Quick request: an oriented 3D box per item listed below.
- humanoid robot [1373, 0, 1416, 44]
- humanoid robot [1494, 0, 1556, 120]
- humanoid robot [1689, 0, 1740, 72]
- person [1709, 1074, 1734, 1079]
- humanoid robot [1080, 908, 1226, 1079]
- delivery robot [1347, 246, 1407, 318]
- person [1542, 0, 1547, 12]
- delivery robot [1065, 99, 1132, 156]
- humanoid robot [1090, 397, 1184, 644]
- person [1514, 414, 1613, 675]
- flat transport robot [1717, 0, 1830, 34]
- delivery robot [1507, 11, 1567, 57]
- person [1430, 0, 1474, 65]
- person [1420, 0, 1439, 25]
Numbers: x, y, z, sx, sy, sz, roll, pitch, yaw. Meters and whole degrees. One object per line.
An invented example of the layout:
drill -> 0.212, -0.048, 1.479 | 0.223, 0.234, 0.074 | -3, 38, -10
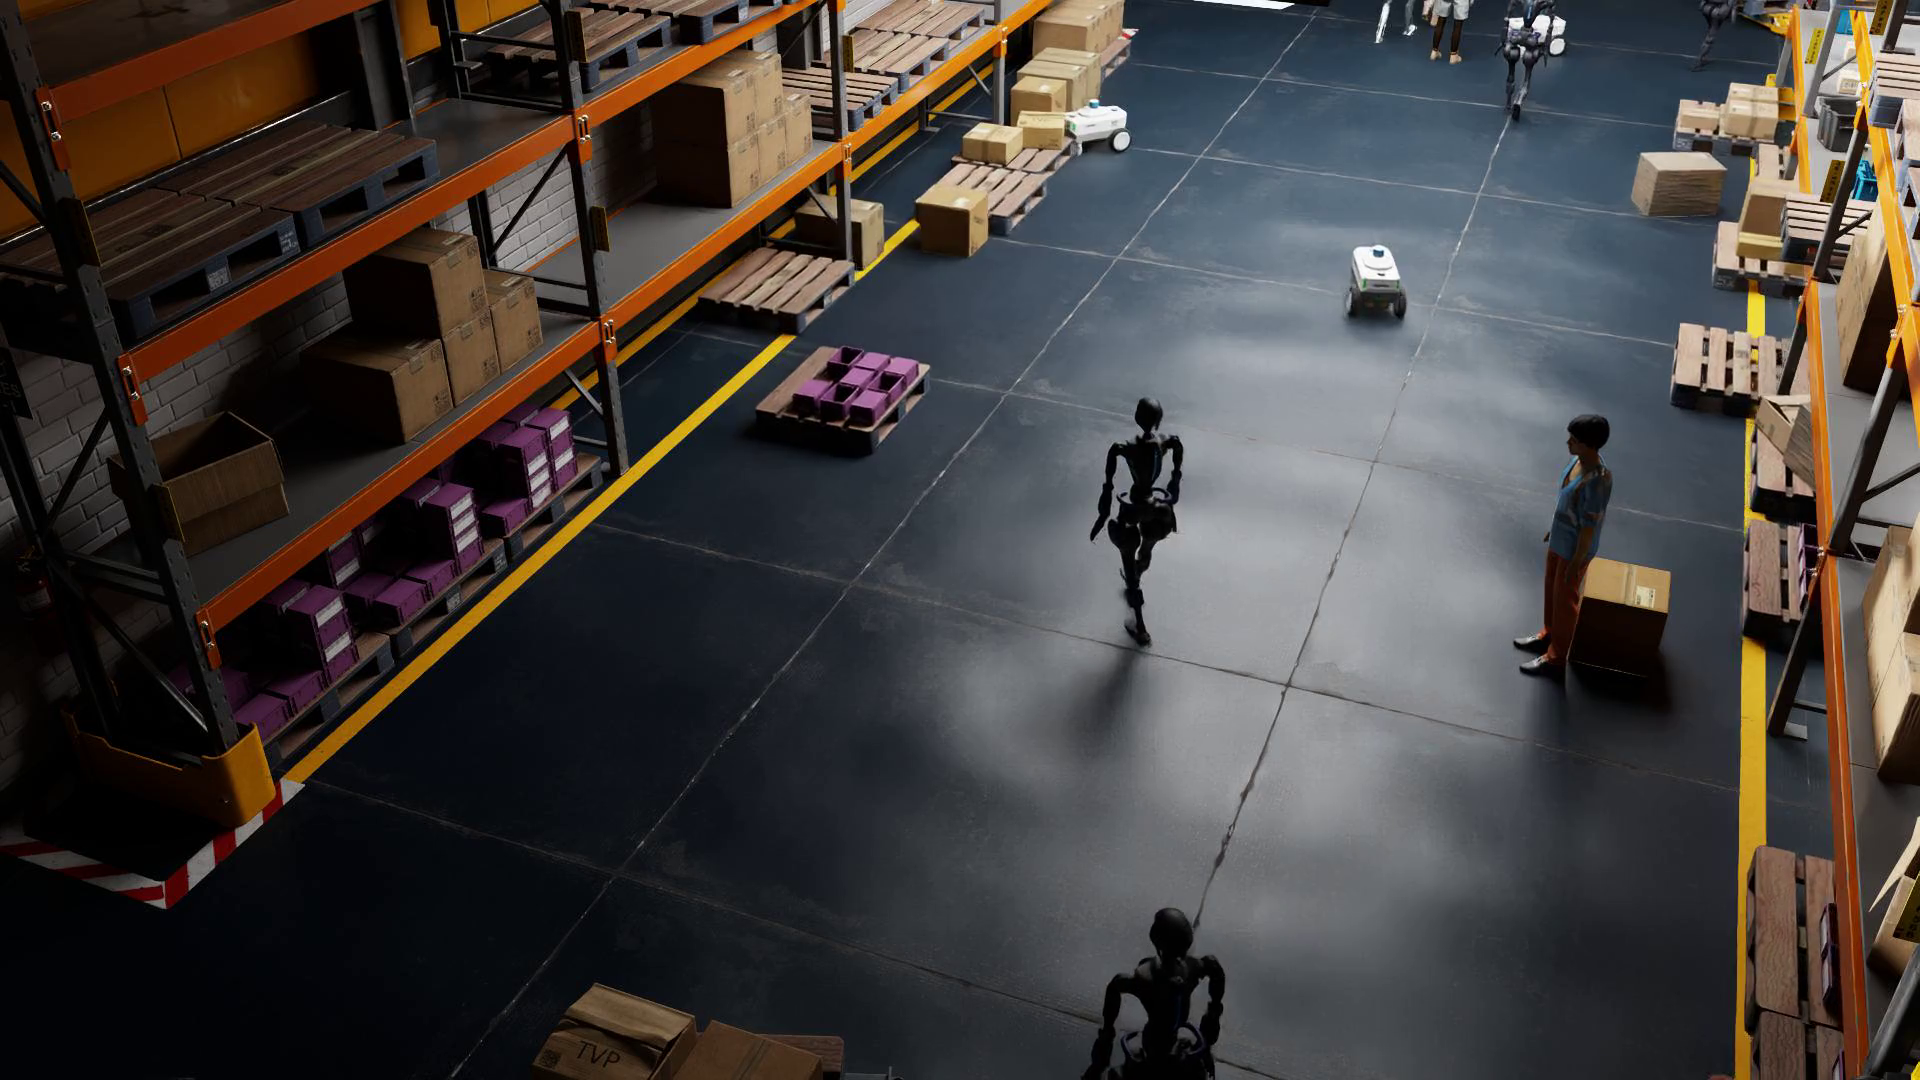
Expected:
humanoid robot -> 5.824, -7.373, 21.700 | 0.573, 1.806, 0.918 | 20, 38, 28
humanoid robot -> 6.438, -5.651, 19.057 | 0.608, 1.638, 0.608 | 13, 35, 20
humanoid robot -> 9.433, -6.667, 20.613 | 0.546, 1.645, 0.591 | -13, 35, -19
person -> 2.483, 2.637, 6.039 | 0.780, 1.851, 0.930 | -8, 34, -11
humanoid robot -> 0.828, 2.221, 6.883 | 0.593, 1.633, 0.697 | -9, 34, -14
delivery robot -> 3.735, -2.356, 14.963 | 0.499, 0.583, 0.774 | 2, 33, 3
person -> 8.076, -8.228, 22.835 | 0.450, 1.885, 0.609 | -26, 41, -34
delivery robot -> 1.496, -4.575, 18.411 | 0.769, 0.598, 0.512 | -14, 36, -21
humanoid robot -> 1.107, -0.194, 10.620 | 0.589, 1.634, 0.715 | -12, 35, -18
person -> 3.724, 0.025, 10.182 | 0.332, 1.759, 0.498 | 1, 33, 2
flat transport robot -> 11.093, -7.225, 22.773 | 0.659, 0.231, 1.431 | -7, 34, -11
delivery robot -> 7.446, -6.548, 21.479 | 0.784, 0.612, 0.499 | -5, 33, -7
person -> 6.219, -6.845, 20.872 | 0.532, 1.693, 0.320 | 25, 40, 33
person -> 6.476, -7.731, 22.200 | 0.512, 1.738, 0.478 | 28, 42, 36
